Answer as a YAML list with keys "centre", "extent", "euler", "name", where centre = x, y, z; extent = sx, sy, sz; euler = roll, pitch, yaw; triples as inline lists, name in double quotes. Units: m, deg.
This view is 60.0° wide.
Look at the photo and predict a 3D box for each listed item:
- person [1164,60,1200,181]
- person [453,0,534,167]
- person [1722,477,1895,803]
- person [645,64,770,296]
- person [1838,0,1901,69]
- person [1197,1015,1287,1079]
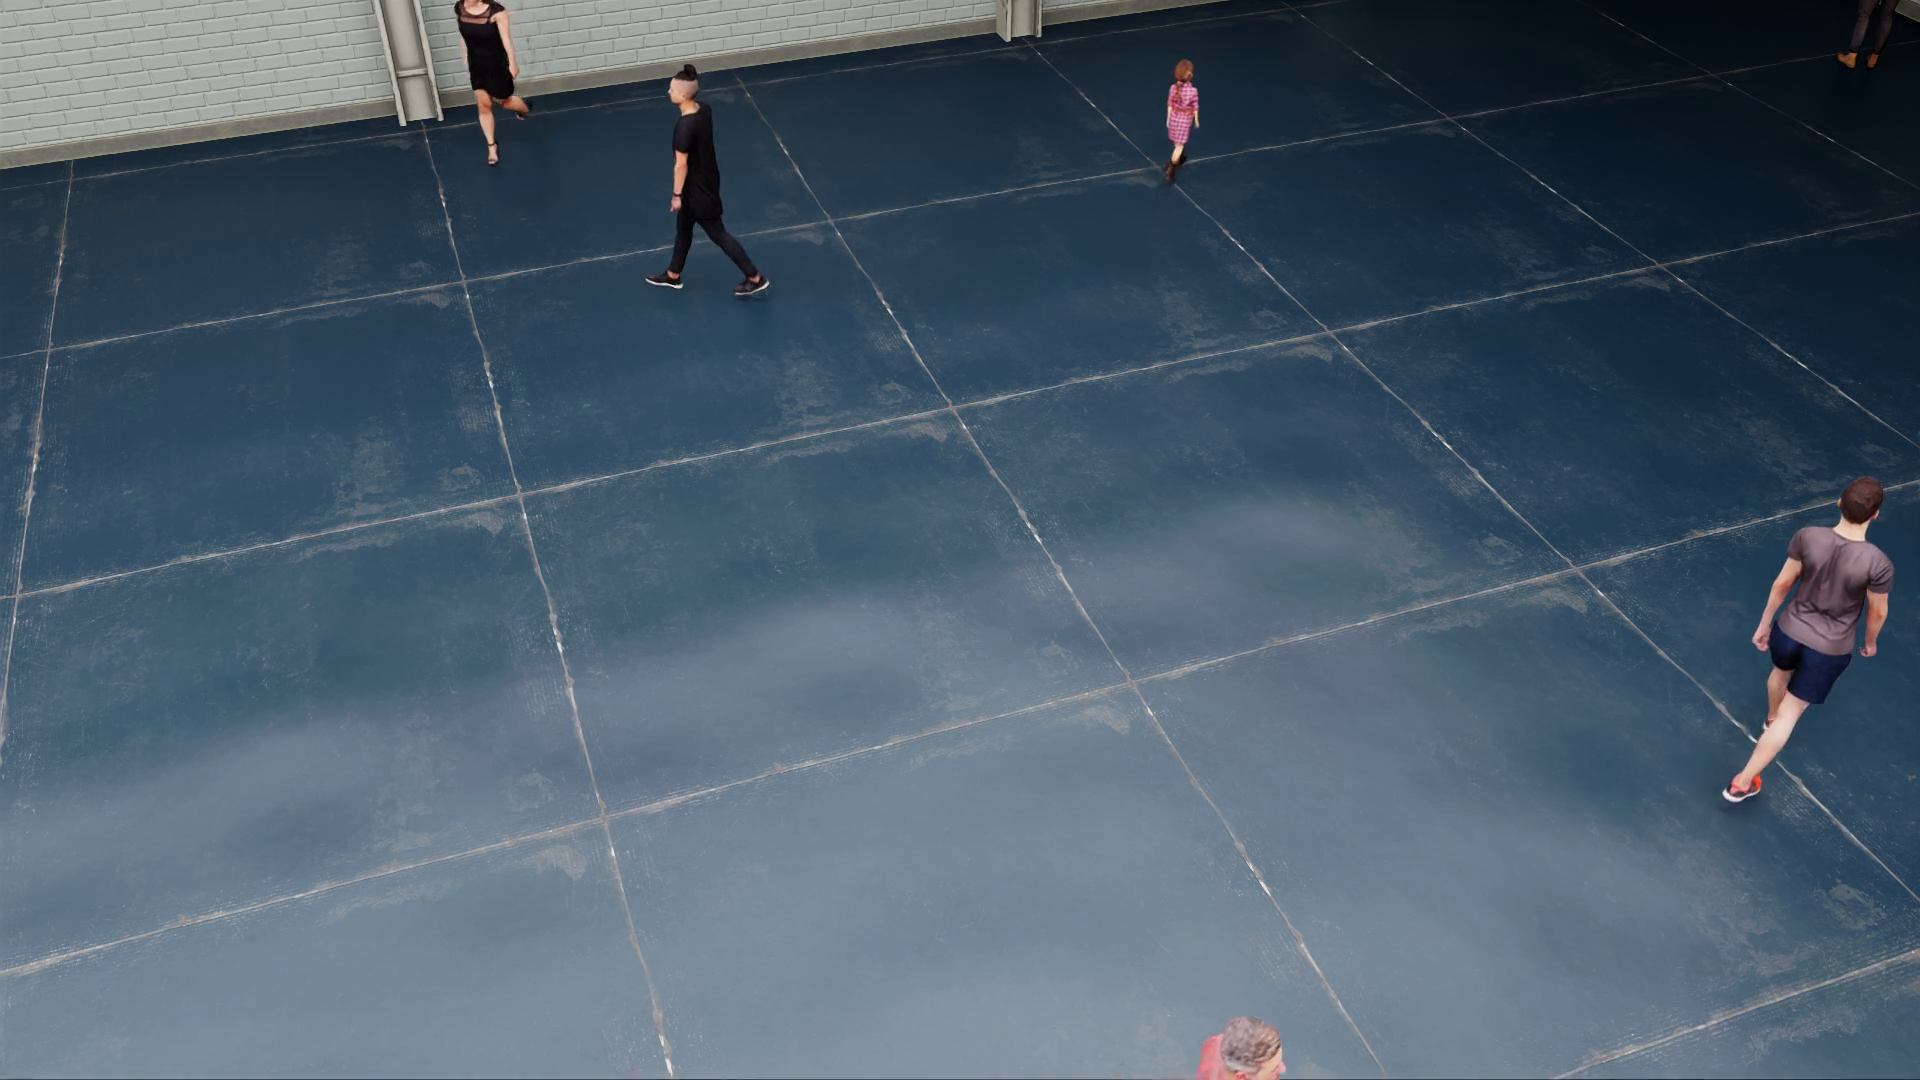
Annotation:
- centre: [1.884, -3.589, 14.226]
  extent: [0.685, 1.015, 0.780]
  euler: [20, 42, 24]
  name: "person"
- centre: [-4.014, -4.097, 14.333]
  extent: [1.047, 1.682, 1.045]
  euler: [10, 39, 13]
  name: "person"
- centre: [4.205, 0.556, 8.289]
  extent: [1.281, 1.801, 0.975]
  euler: [-29, 47, -32]
  name: "person"
- centre: [-1.847, -2.606, 12.314]
  extent: [1.319, 1.822, 1.060]
  euler: [4, 38, 5]
  name: "person"
- centre: [8.915, -5.404, 15.971]
  extent: [0.633, 1.723, 0.784]
  euler: [3, 38, 4]
  name: "person"
- centre: [0.869, 2.310, 6.034]
  extent: [0.931, 1.817, 0.872]
  euler: [6, 38, 8]
  name: "person"
